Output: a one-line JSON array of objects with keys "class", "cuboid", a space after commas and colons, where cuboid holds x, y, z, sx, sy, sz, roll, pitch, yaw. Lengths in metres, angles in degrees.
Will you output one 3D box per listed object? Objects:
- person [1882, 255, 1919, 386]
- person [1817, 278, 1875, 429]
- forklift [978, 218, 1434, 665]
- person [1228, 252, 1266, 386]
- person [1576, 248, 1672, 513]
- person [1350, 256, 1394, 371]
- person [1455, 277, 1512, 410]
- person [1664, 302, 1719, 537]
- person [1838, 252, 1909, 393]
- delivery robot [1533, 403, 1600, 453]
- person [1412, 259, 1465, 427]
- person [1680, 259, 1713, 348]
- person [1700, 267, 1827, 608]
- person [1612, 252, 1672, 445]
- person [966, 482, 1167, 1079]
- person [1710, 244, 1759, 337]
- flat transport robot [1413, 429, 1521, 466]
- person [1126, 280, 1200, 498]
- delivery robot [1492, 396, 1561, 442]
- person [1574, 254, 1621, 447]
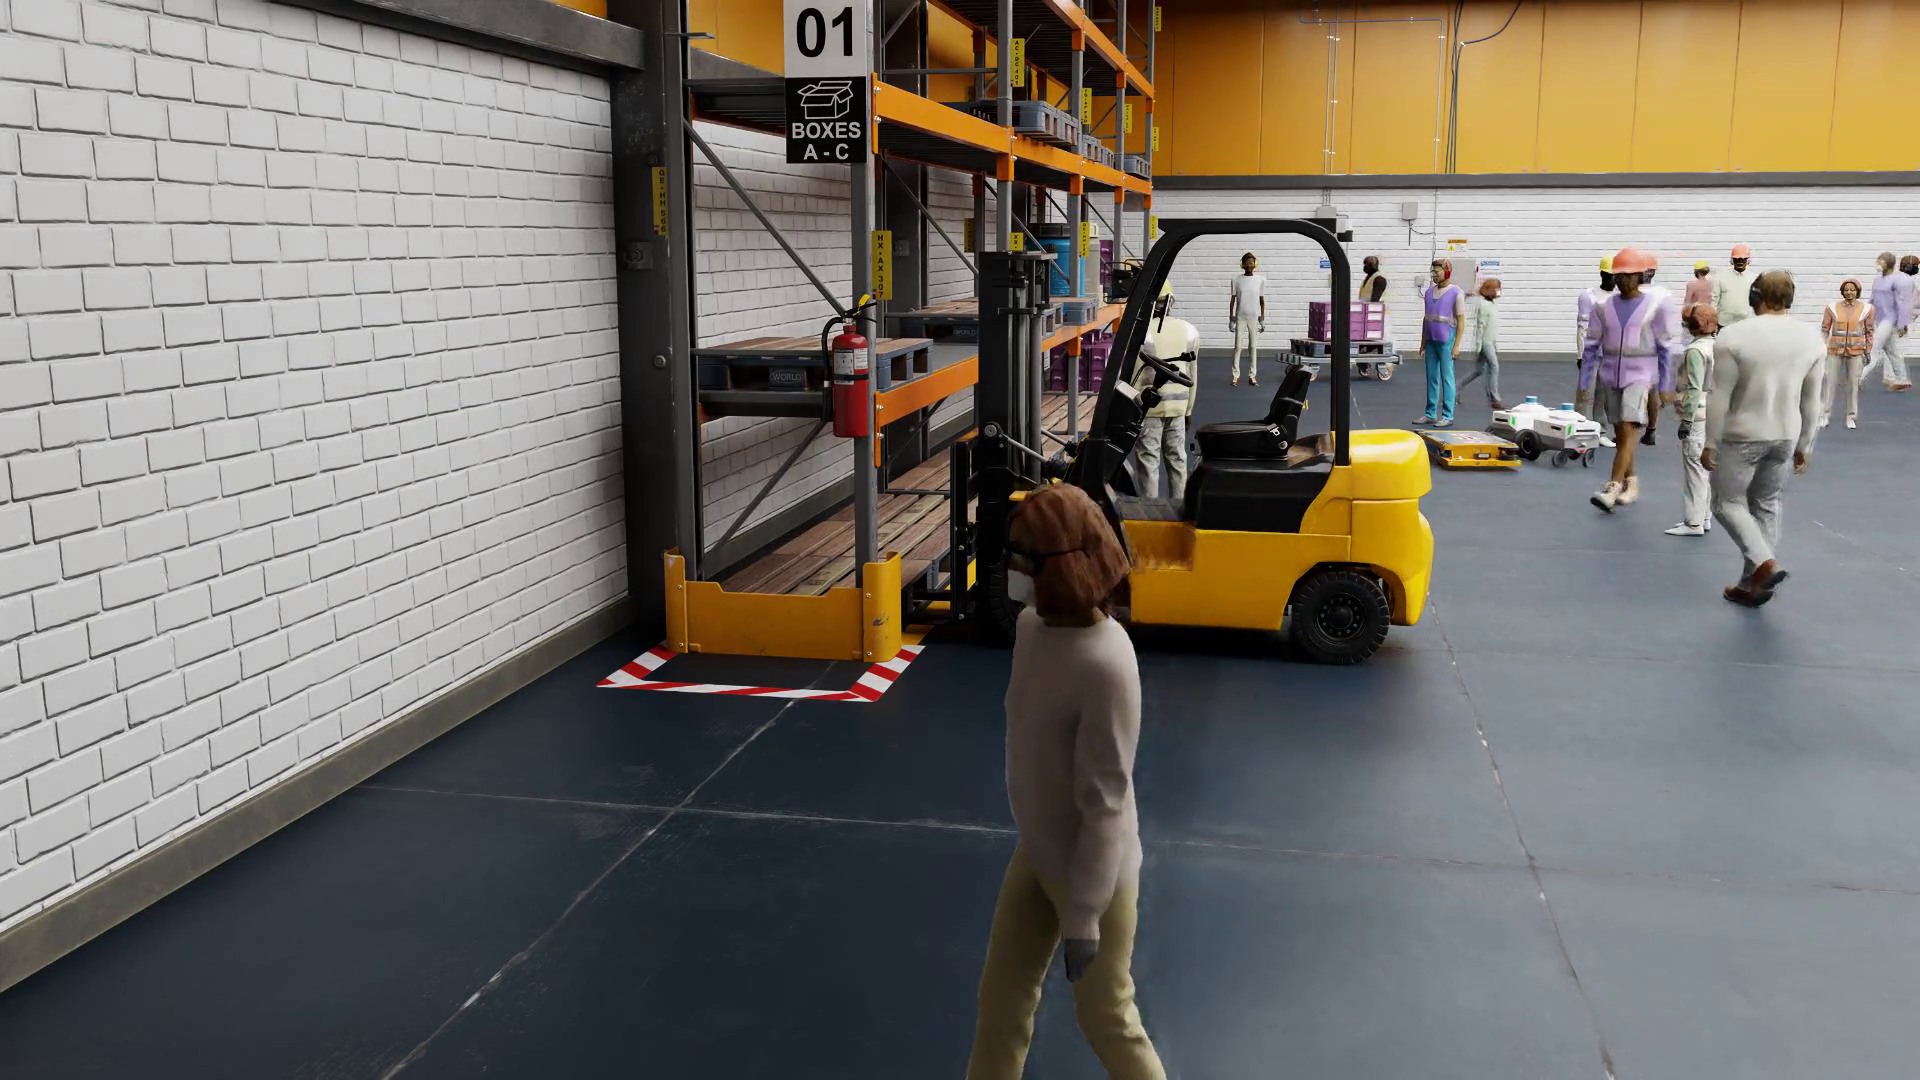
[{"class": "person", "cuboid": [13.249, -3.075, 23.387, 0.428, 1.835, 0.614, 3, 11, 17]}, {"class": "person", "cuboid": [9.696, -2.037, 18.215, 0.524, 1.639, 0.308, 6, 12, 29]}, {"class": "forklift", "cuboid": [1.285, -0.567, 8.635, 2.313, 2.155, 1.214, 2, 11, 11]}, {"class": "person", "cuboid": [4.043, -3.099, 23.418, 0.528, 1.866, 0.323, 0, 10, 2]}, {"class": "person", "cuboid": [5.027, -1.211, 12.707, 0.631, 1.990, 1.021, 10, 14, 42]}, {"class": "person", "cuboid": [6.381, -3.532, 25.998, 0.944, 1.791, 0.628, -2, 11, -10]}, {"class": "person", "cuboid": [6.377, -2.402, 20.314, 0.765, 1.608, 0.505, 7, 12, 32]}, {"class": "person", "cuboid": [5.165, -0.840, 11.661, 0.312, 1.636, 0.518, 8, 13, 38]}, {"class": "person", "cuboid": [12.341, -2.911, 22.329, 1.033, 1.878, 0.647, 0, 10, 1]}, {"class": "delivery robot", "cuboid": [5.596, -1.018, 15.347, 0.477, 0.478, 0.707, -2, 10, -8]}, {"class": "person", "cuboid": [5.323, -2.171, 18.382, 0.375, 1.843, 0.575, -5, 12, -27]}, {"class": "person", "cuboid": [11.200, -3.364, 25.182, 0.537, 1.750, 0.443, -3, 11, -17]}, {"class": "person", "cuboid": [4.464, -0.540, 9.213, 0.639, 1.926, 0.606, -1, 10, -5]}, {"class": "person", "cuboid": [6.840, -1.917, 16.741, 0.552, 1.935, 0.370, -1, 10, -4]}, {"class": "person", "cuboid": [0.175, 0.682, 3.399, 0.704, 1.599, 0.522, -4, 11, -22]}, {"class": "person", "cuboid": [9.986, -2.804, 21.443, 0.612, 1.995, 0.376, 3, 11, 17]}, {"class": "flat transport robot", "cuboid": [4.713, -0.868, 15.559, 0.652, 0.197, 1.431, 0, 10, 2]}, {"class": "person", "cuboid": [1.355, -0.900, 11.452, 0.586, 1.833, 0.404, -5, 12, -27]}, {"class": "delivery robot", "cuboid": [5.487, -1.140, 16.013, 0.707, 0.478, 0.477, -4, 11, -23]}, {"class": "person", "cuboid": [6.373, -1.865, 16.492, 0.589, 1.924, 0.383, -4, 11, -20]}]
